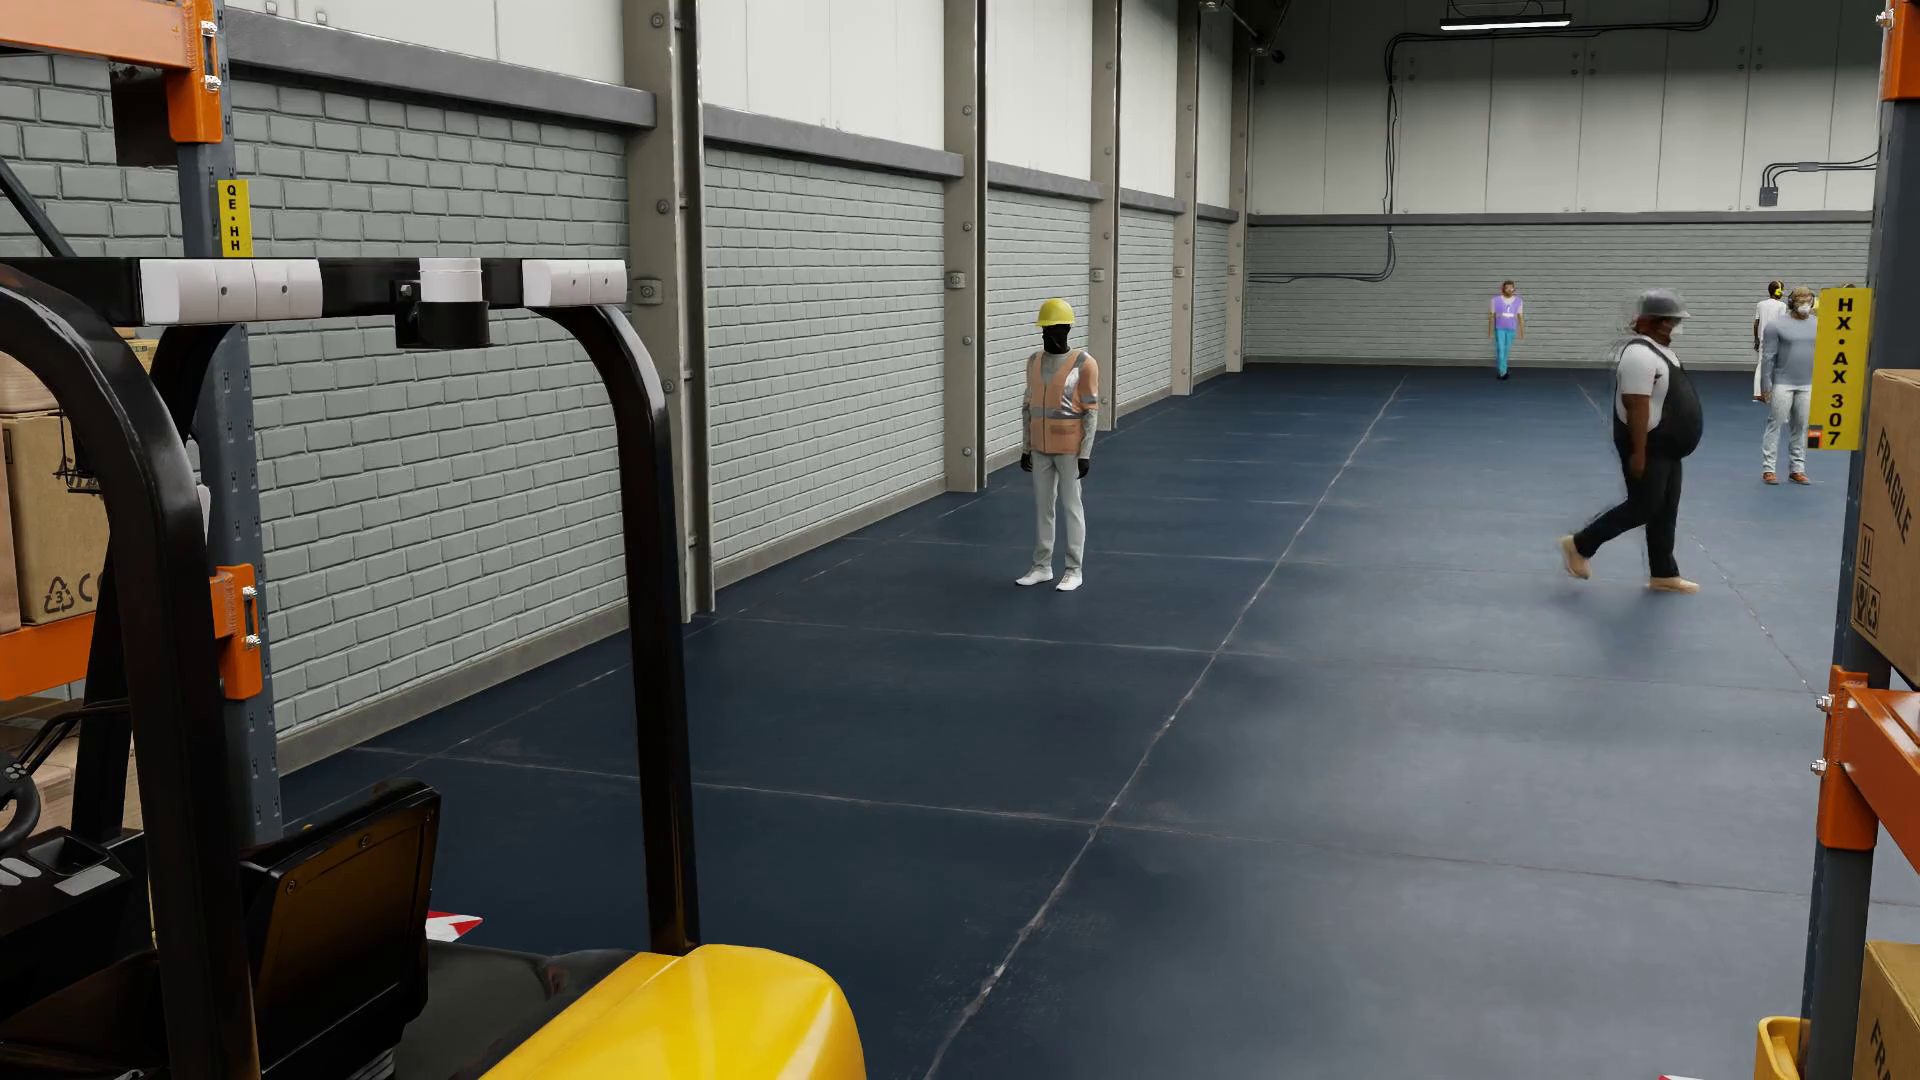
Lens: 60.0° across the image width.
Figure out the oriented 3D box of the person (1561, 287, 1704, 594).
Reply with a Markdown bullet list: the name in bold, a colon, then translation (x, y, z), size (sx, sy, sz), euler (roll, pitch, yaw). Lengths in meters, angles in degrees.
- **person**: translation (4.460, -0.667, 10.910), size (0.763, 2.000, 0.685), euler (7, 12, 34)

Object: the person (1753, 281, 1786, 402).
- **person**: translation (12.497, -3.053, 25.650), size (0.321, 1.863, 0.534), euler (-5, 11, -29)

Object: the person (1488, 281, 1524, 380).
- **person**: translation (9.987, -3.810, 30.338), size (0.594, 1.792, 0.949), euler (0, 10, 1)

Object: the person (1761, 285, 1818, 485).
- **person**: translation (8.105, -1.501, 16.184), size (0.632, 1.938, 0.358), euler (0, 10, 1)

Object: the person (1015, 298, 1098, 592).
- **person**: translation (0.638, -0.626, 11.005), size (0.586, 1.928, 0.363), euler (8, 12, 39)

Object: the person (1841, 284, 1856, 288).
- **person**: translation (12.184, -2.577, 22.823), size (0.570, 1.854, 0.536), euler (-4, 10, -20)

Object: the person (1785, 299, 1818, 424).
- **person**: translation (11.113, -2.327, 21.800), size (0.503, 1.700, 0.891), euler (-2, 10, -10)
